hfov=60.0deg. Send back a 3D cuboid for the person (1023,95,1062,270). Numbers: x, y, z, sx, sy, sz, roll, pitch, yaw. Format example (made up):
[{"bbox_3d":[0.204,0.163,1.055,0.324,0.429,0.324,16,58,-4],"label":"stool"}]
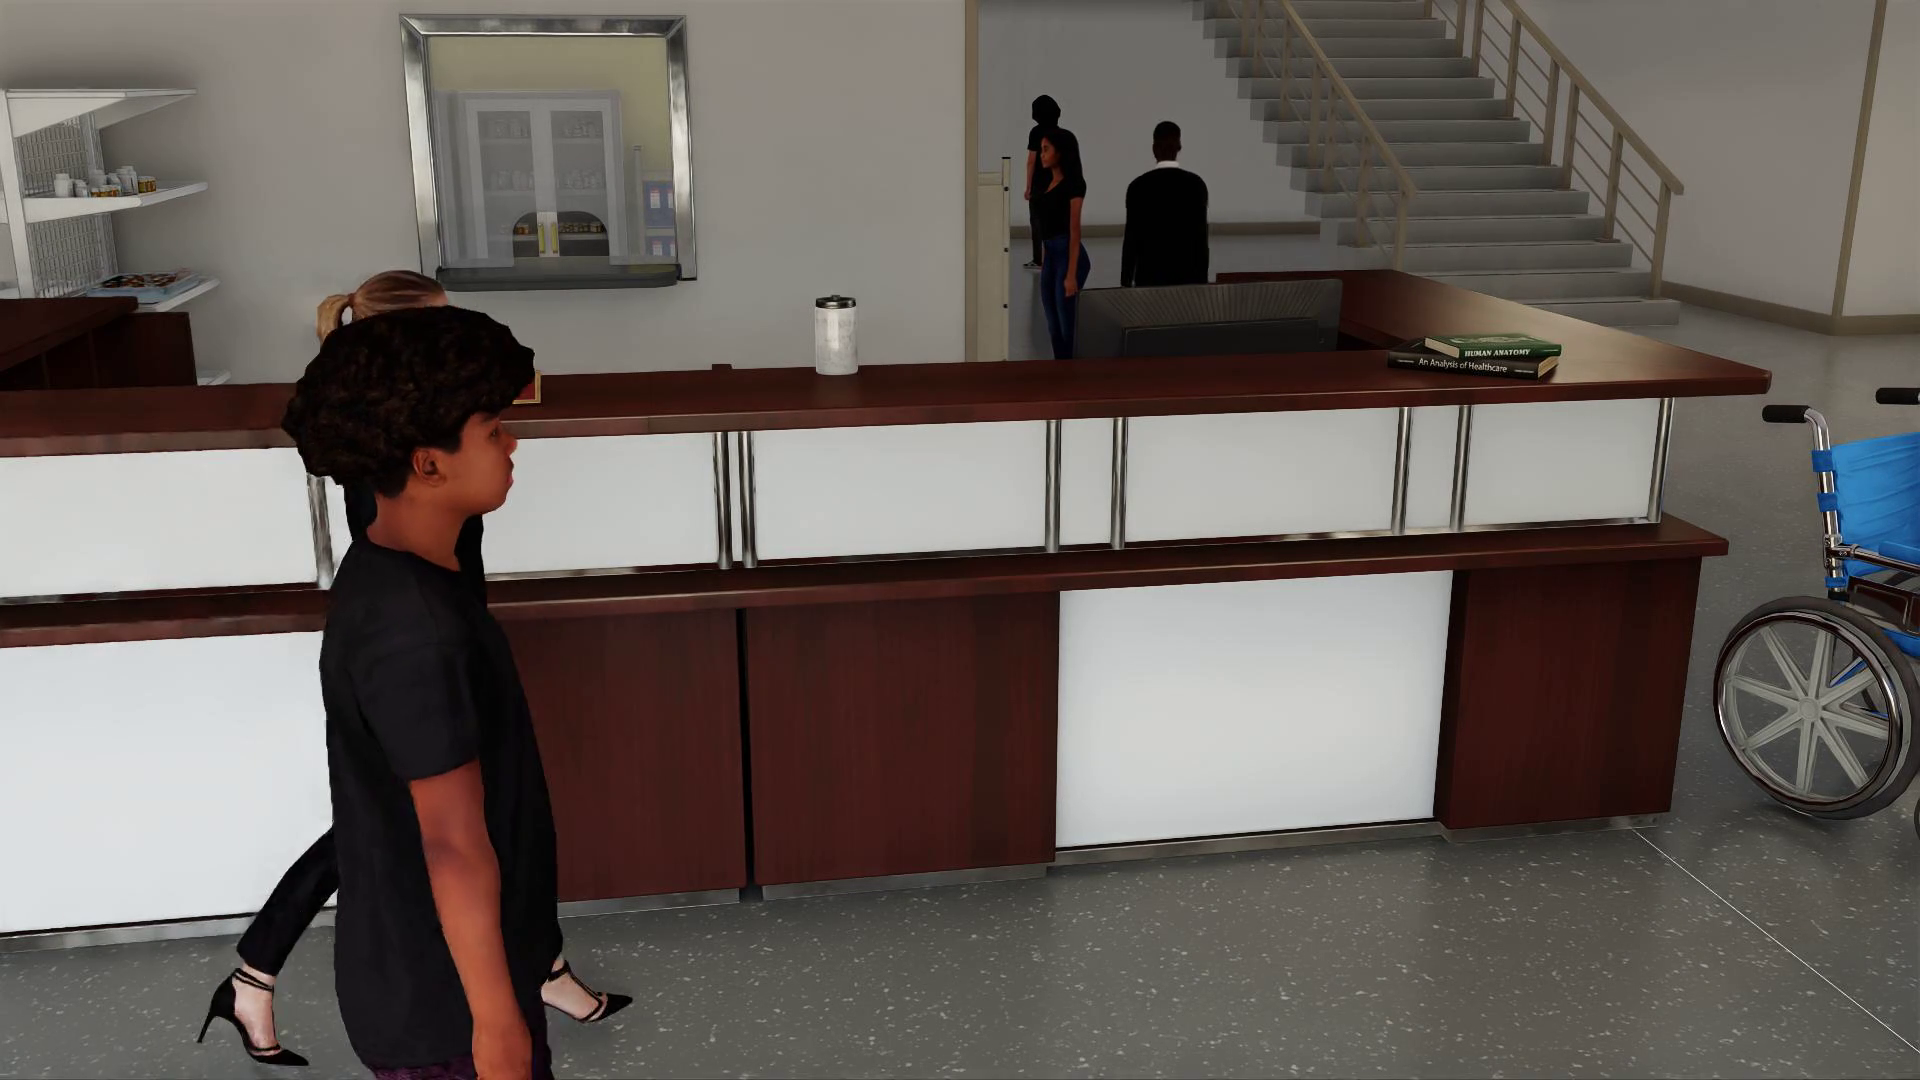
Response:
[{"bbox_3d":[0.912,-3.845,17.864,0.709,1.826,0.701,-12,20,-37],"label":"person"}]

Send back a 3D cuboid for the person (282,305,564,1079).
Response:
[{"bbox_3d":[-0.799,0.561,2.357,0.753,1.771,0.793,-5,17,-19],"label":"person"}]

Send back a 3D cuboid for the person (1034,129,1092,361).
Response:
[{"bbox_3d":[0.651,-1.658,10.297,0.672,1.735,0.537,-7,17,-22],"label":"person"}]

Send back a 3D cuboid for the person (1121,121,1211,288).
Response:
[{"bbox_3d":[1.185,-1.421,9.373,0.797,1.780,1.135,-1,16,-5],"label":"person"}]

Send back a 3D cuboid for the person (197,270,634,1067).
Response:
[{"bbox_3d":[-1.218,0.334,3.373,0.839,1.658,1.100,-6,17,-20],"label":"person"}]
